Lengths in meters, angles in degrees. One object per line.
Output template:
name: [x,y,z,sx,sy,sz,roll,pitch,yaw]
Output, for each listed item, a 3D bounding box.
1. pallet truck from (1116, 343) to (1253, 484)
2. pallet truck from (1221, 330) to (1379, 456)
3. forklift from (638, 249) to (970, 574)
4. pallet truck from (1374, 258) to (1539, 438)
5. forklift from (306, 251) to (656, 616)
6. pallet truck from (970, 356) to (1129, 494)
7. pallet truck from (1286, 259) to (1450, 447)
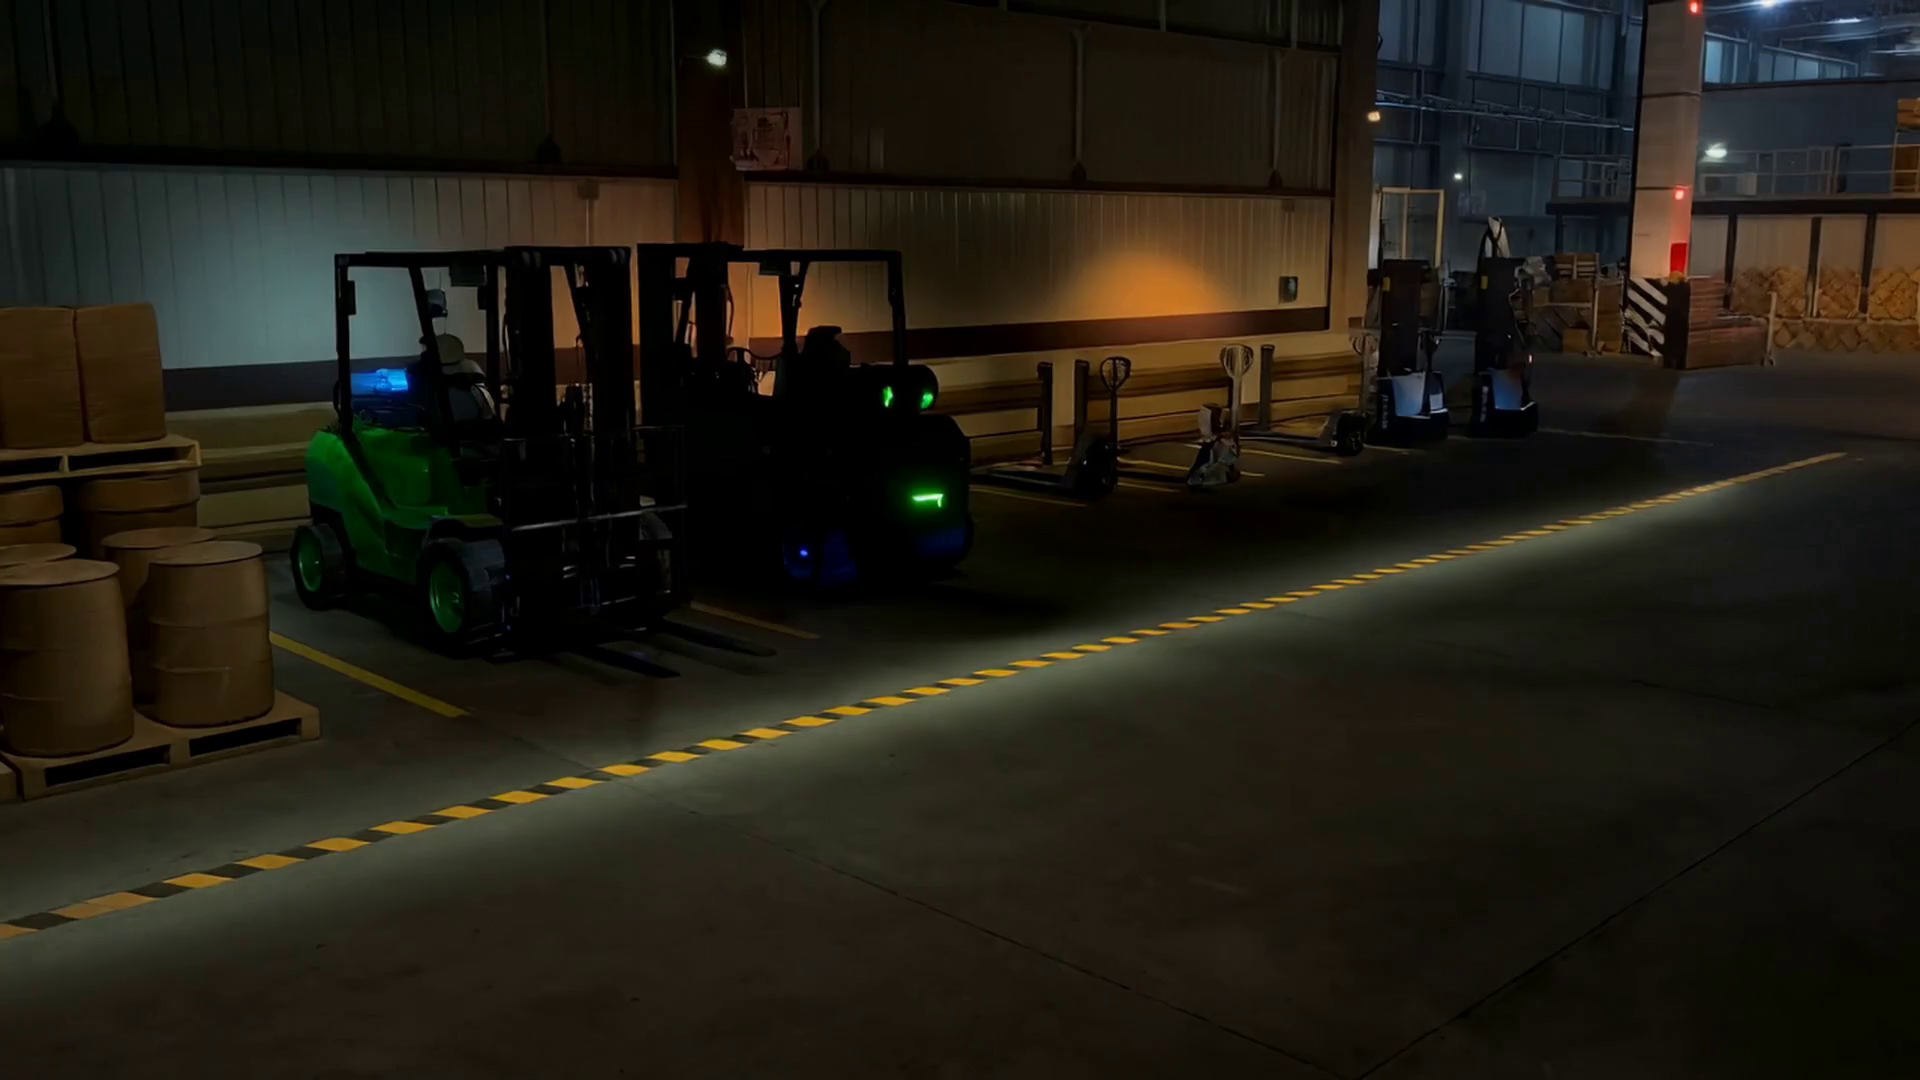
pallet truck: [1.962,-1.215,15.415,1.522,1.261,0.704,10,14,43]
pallet truck: [3.563,-1.581,17.381,0.653,1.274,1.630,-10,14,-44]
forklift: [-1.173,-0.958,11.239,2.680,1.987,1.157,10,14,43]
pallet truck: [5.704,-2.208,18.901,1.885,1.965,0.823,10,14,43]
forklift: [-2.833,-0.669,9.694,1.157,1.987,2.680,-10,14,-44]
pallet truck: [0.784,-1.085,14.876,0.680,1.201,1.601,-10,14,-44]
pallet truck: [4.493,-2.078,18.196,0.823,1.965,1.885,-9,14,-40]
